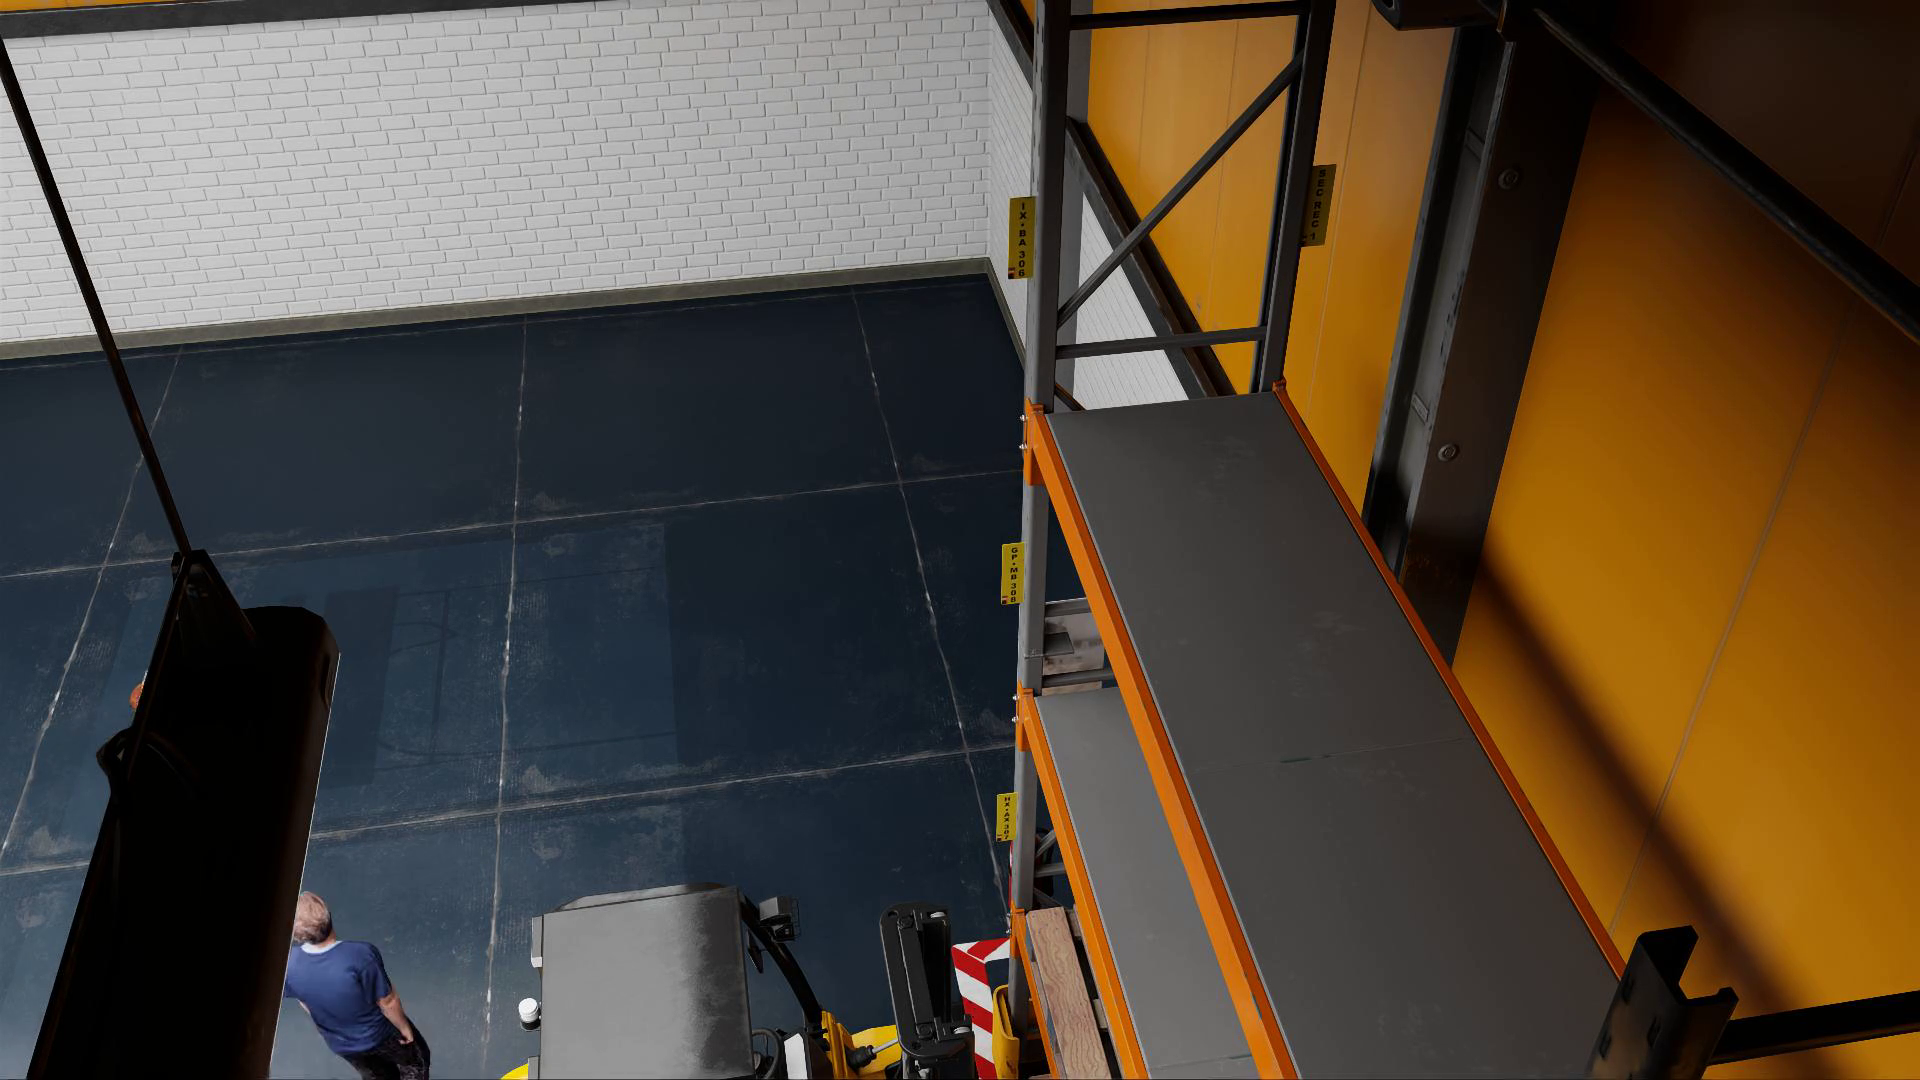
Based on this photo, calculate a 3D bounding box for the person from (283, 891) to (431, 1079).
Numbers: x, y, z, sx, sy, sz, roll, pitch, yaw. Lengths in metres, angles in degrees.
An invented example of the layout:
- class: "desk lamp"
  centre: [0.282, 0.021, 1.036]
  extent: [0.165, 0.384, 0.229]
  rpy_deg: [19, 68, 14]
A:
- class: "person"
  centre: [-2.939, 2.454, 8.092]
  extent: [0.760, 1.839, 0.725]
  rpy_deg: [3, 39, 4]
